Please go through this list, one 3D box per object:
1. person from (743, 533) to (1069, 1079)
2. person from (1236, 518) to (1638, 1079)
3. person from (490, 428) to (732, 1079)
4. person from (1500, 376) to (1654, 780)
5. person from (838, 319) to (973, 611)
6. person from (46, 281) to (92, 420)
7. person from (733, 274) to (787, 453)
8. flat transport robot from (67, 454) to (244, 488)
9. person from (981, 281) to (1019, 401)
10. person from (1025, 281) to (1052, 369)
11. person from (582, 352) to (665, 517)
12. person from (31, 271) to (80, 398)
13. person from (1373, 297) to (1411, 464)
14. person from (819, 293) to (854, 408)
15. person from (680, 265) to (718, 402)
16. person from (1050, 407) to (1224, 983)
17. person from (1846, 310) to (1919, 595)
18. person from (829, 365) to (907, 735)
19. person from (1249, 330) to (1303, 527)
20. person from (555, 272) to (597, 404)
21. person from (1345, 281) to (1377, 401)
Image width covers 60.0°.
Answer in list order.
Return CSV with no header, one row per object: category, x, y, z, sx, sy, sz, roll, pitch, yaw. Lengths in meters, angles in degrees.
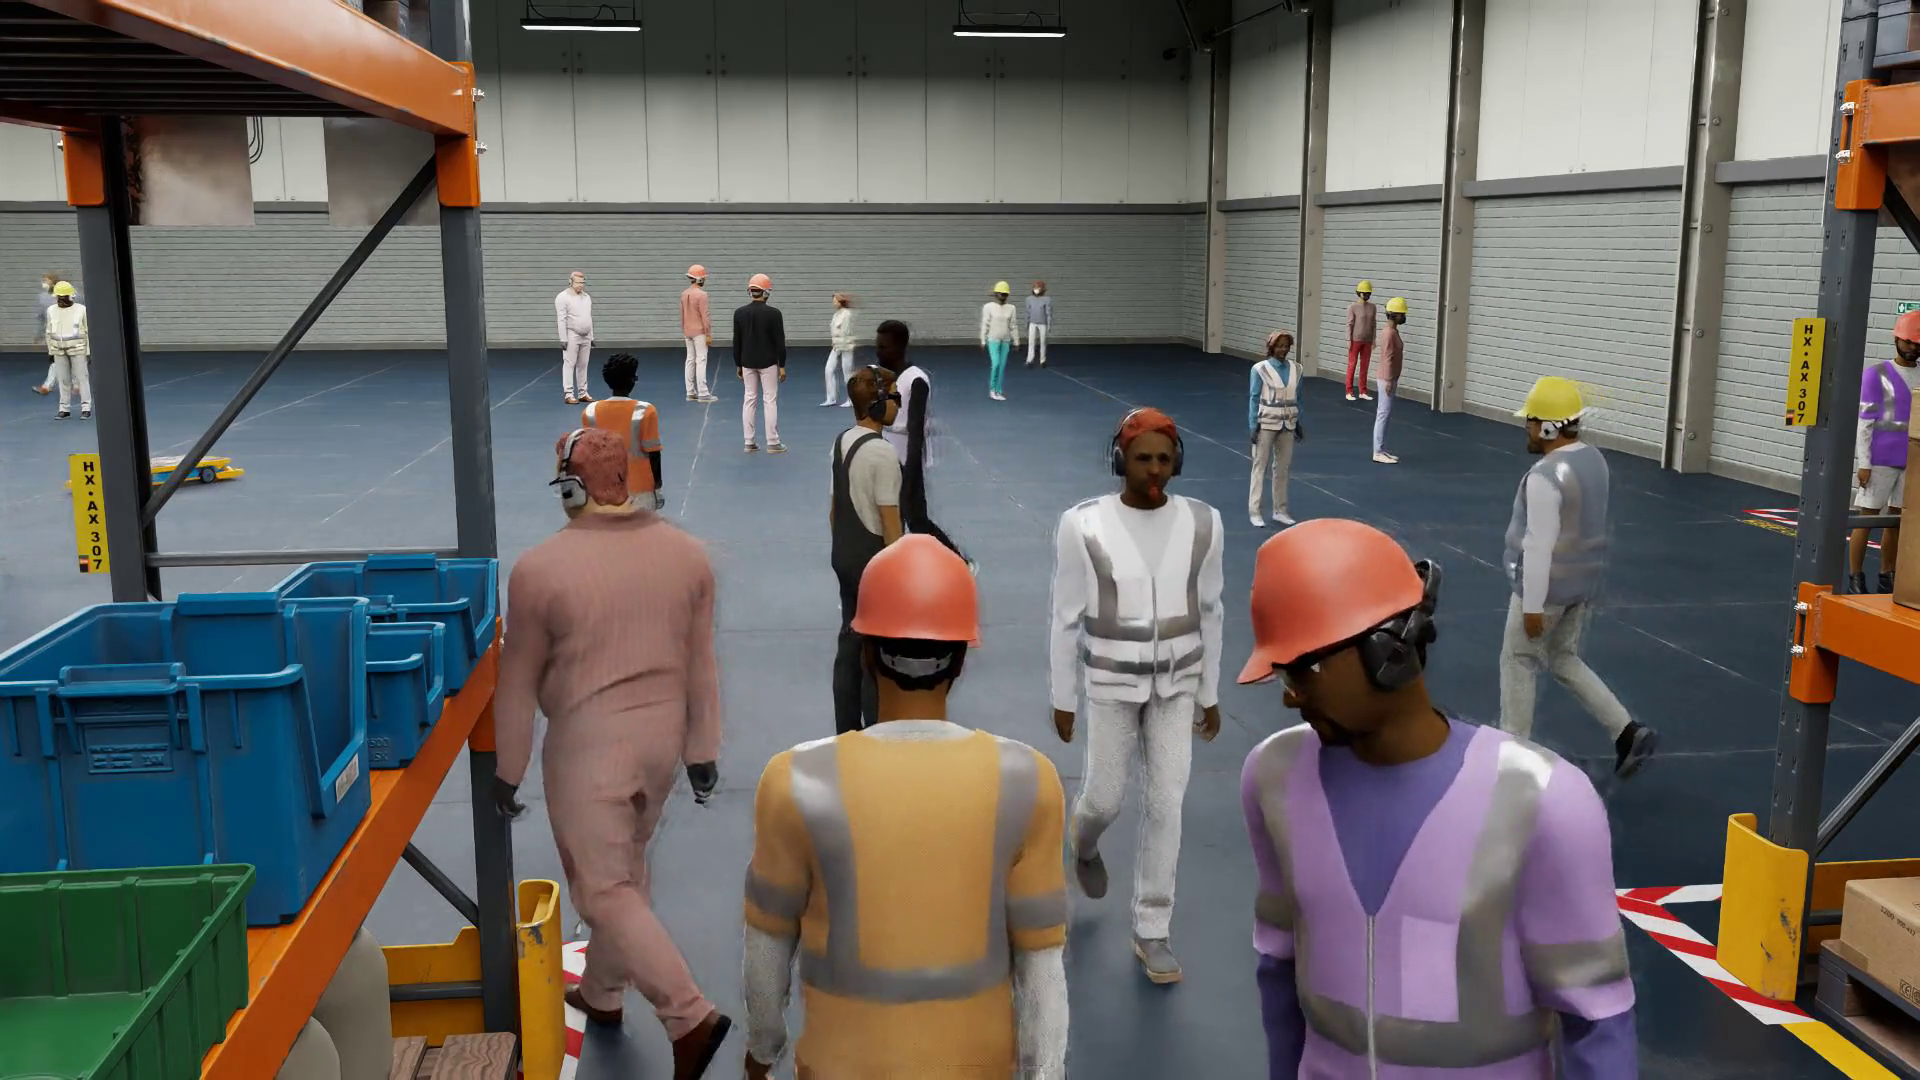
person,-0.098,0.935,3.005,0.554,1.885,0.985,-3,11,-14
person,0.792,0.936,2.710,0.682,1.986,0.801,8,13,39
person,-0.959,0.615,4.785,0.875,1.870,0.649,9,14,42
person,2.645,0.193,7.253,0.600,1.808,0.697,-10,14,-43
person,-0.352,-0.492,10.810,0.913,1.890,0.592,-8,13,-37
person,-11.739,-2.491,21.926,0.586,1.823,0.403,-1,10,-3
person,-2.219,-1.962,18.555,0.625,1.991,0.390,4,11,19
flat transport robot,-7.786,-0.659,16.139,0.652,0.197,1.431,6,12,31
person,0.612,-2.906,24.379,0.561,1.746,0.514,-5,12,-26
person,1.404,-3.899,30.255,0.523,1.585,0.825,3,11,17
person,-2.082,-0.317,10.348,0.529,1.697,0.321,3,11,15
person,-13.628,-3.080,24.972,0.658,1.882,1.019,4,11,22
person,4.614,-1.704,17.774,0.330,1.765,0.533,3,11,18
person,-1.729,-2.655,23.386,0.635,1.617,0.523,-6,12,-29
person,-3.833,-3.014,24.318,0.379,1.996,0.609,-10,14,-43
person,0.578,0.475,5.561,0.585,1.863,0.705,-2,11,-11
person,6.108,-0.524,10.842,0.544,1.933,0.376,-2,10,-9
person,-0.393,0.147,7.405,0.351,1.847,0.507,-6,12,-32
person,2.629,-0.927,13.856,0.523,1.638,0.310,-4,11,-23
person,-5.525,-2.919,24.061,0.407,1.902,0.639,7,12,32
person,5.918,-2.928,24.504,0.521,1.762,0.333,-5,11,-26
